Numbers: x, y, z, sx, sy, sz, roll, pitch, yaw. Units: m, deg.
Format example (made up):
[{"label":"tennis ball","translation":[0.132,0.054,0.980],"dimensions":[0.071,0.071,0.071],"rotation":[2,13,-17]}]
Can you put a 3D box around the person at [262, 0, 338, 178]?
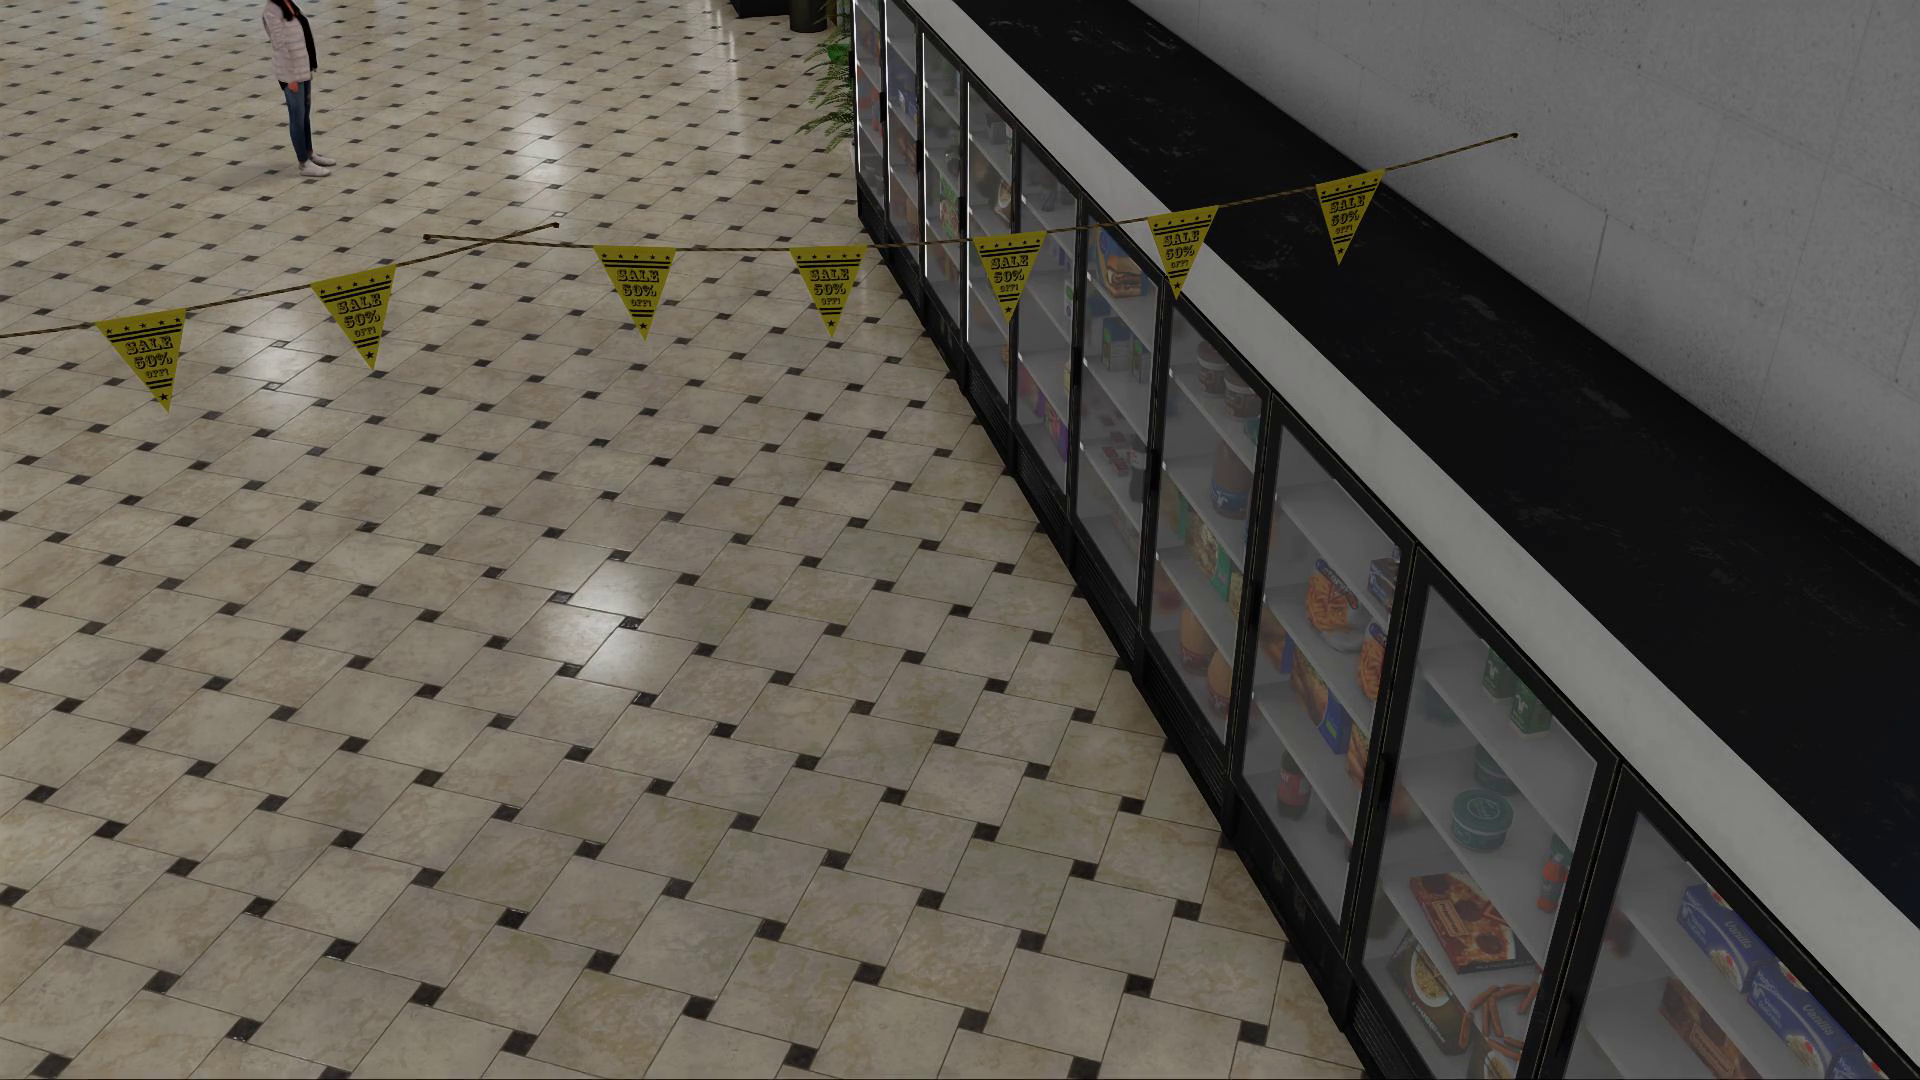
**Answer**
[{"label":"person","translation":[-5.227,-3.692,13.032],"dimensions":[0.594,1.638,0.649],"rotation":[-3,32,-5]}]
